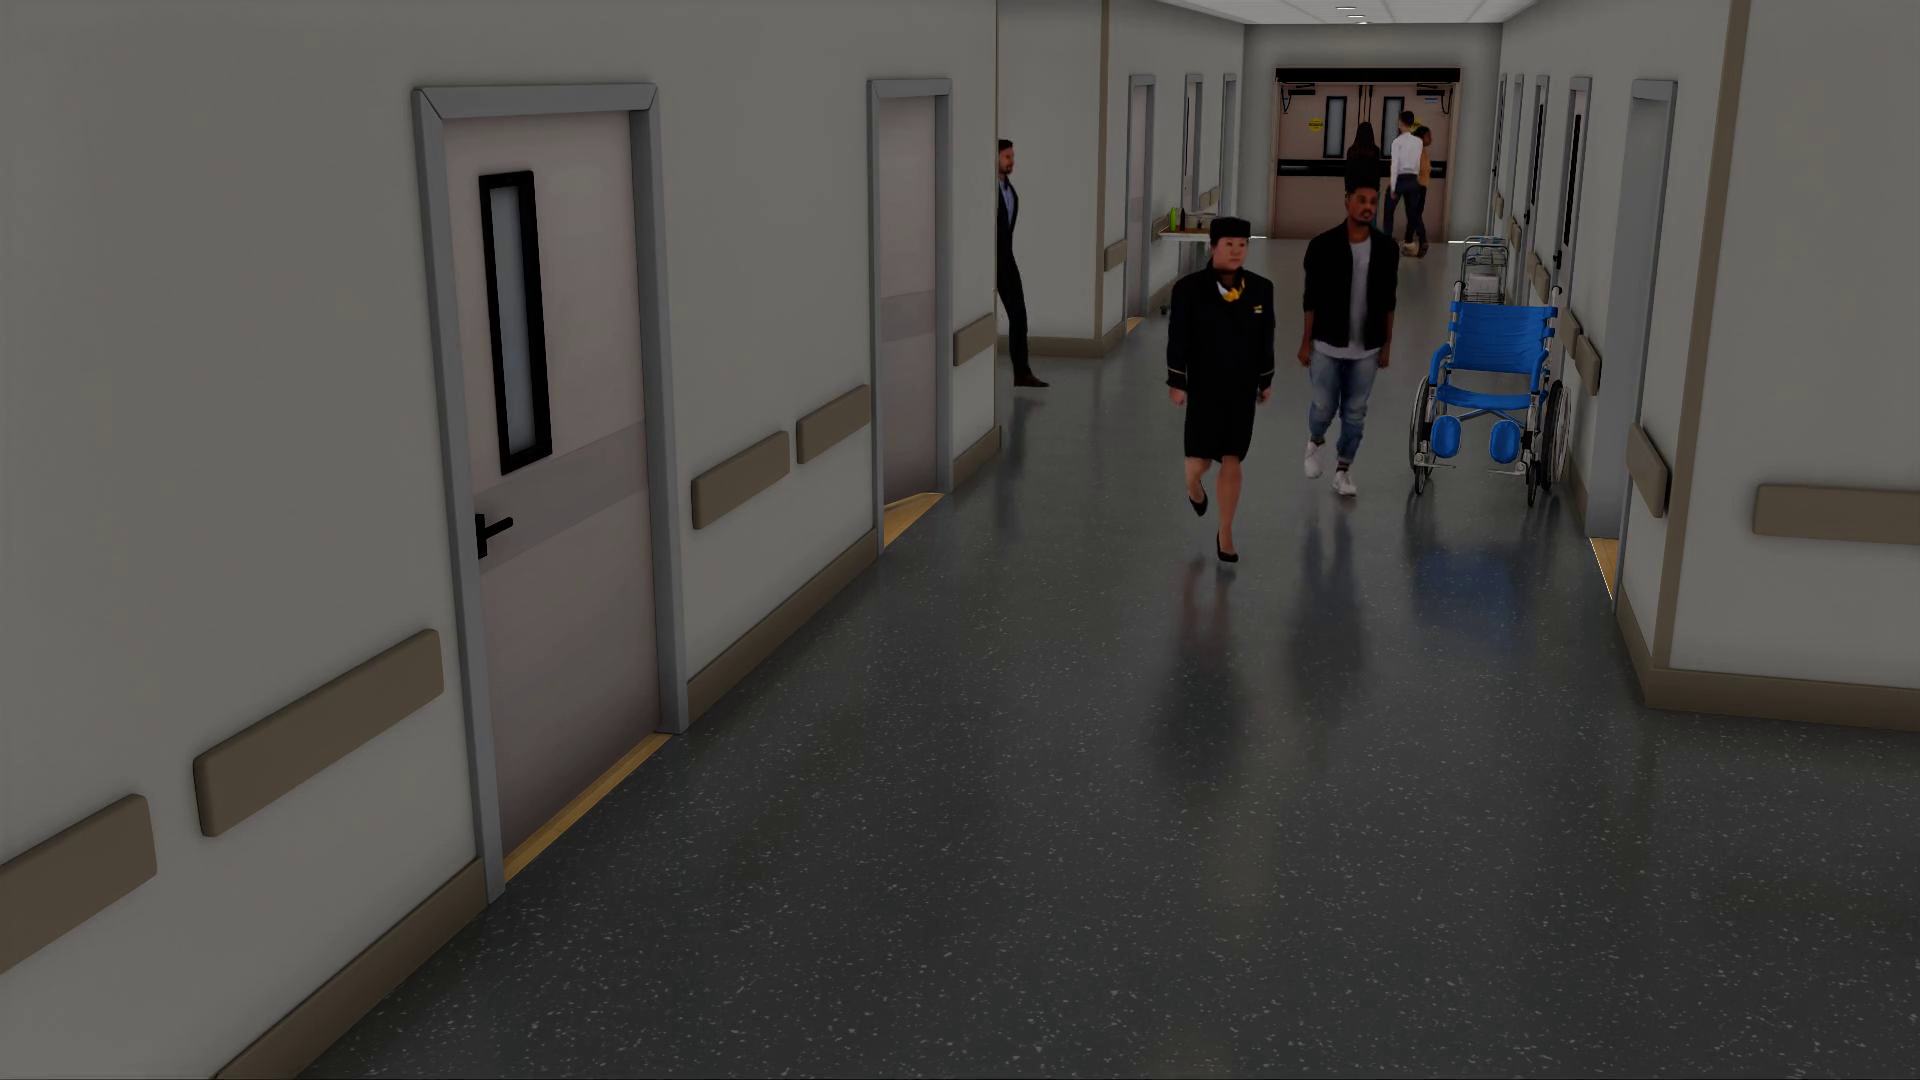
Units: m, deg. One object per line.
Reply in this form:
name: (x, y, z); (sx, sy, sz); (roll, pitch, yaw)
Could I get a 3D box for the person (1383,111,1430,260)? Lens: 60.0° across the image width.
person: (5.746, -4.518, 21.270); (1.069, 1.838, 1.293); (-5, 16, -16)

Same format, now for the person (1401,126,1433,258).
person: (5.979, -4.565, 21.754); (0.695, 1.664, 0.529); (6, 17, 20)

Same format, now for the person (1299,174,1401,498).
person: (2.174, -1.170, 9.460); (0.805, 1.802, 0.851); (0, 16, -1)

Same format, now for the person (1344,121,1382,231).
person: (5.065, -4.380, 20.960); (0.623, 1.740, 0.521); (3, 16, 11)

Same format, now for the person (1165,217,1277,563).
person: (1.279, -0.743, 8.217); (0.859, 1.655, 1.032); (-1, 16, -2)
